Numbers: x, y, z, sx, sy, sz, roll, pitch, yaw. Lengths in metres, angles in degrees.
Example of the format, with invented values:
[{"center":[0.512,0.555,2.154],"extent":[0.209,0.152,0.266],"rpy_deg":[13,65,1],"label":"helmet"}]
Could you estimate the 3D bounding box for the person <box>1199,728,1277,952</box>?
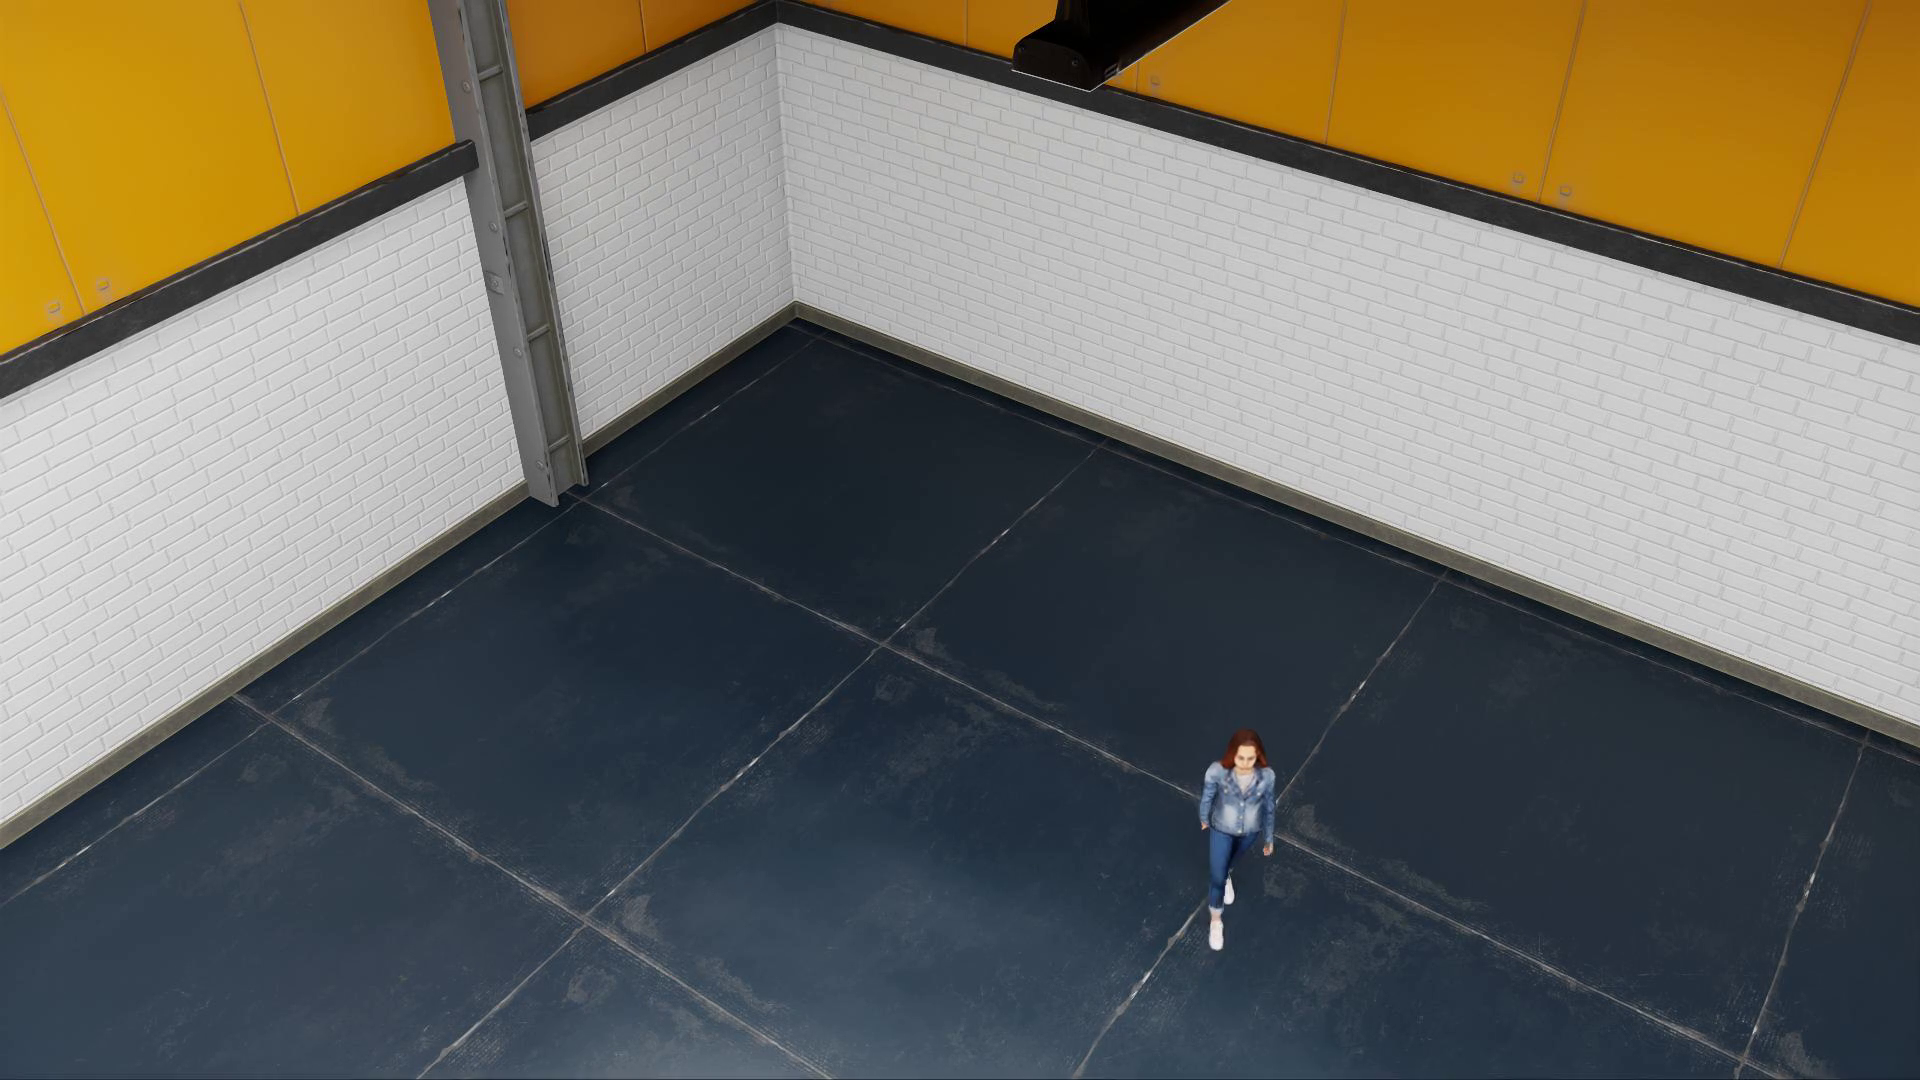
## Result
[{"center":[1.604,1.604,9.704],"extent":[0.845,1.454,0.946],"rpy_deg":[-2,39,-2],"label":"person"}]
